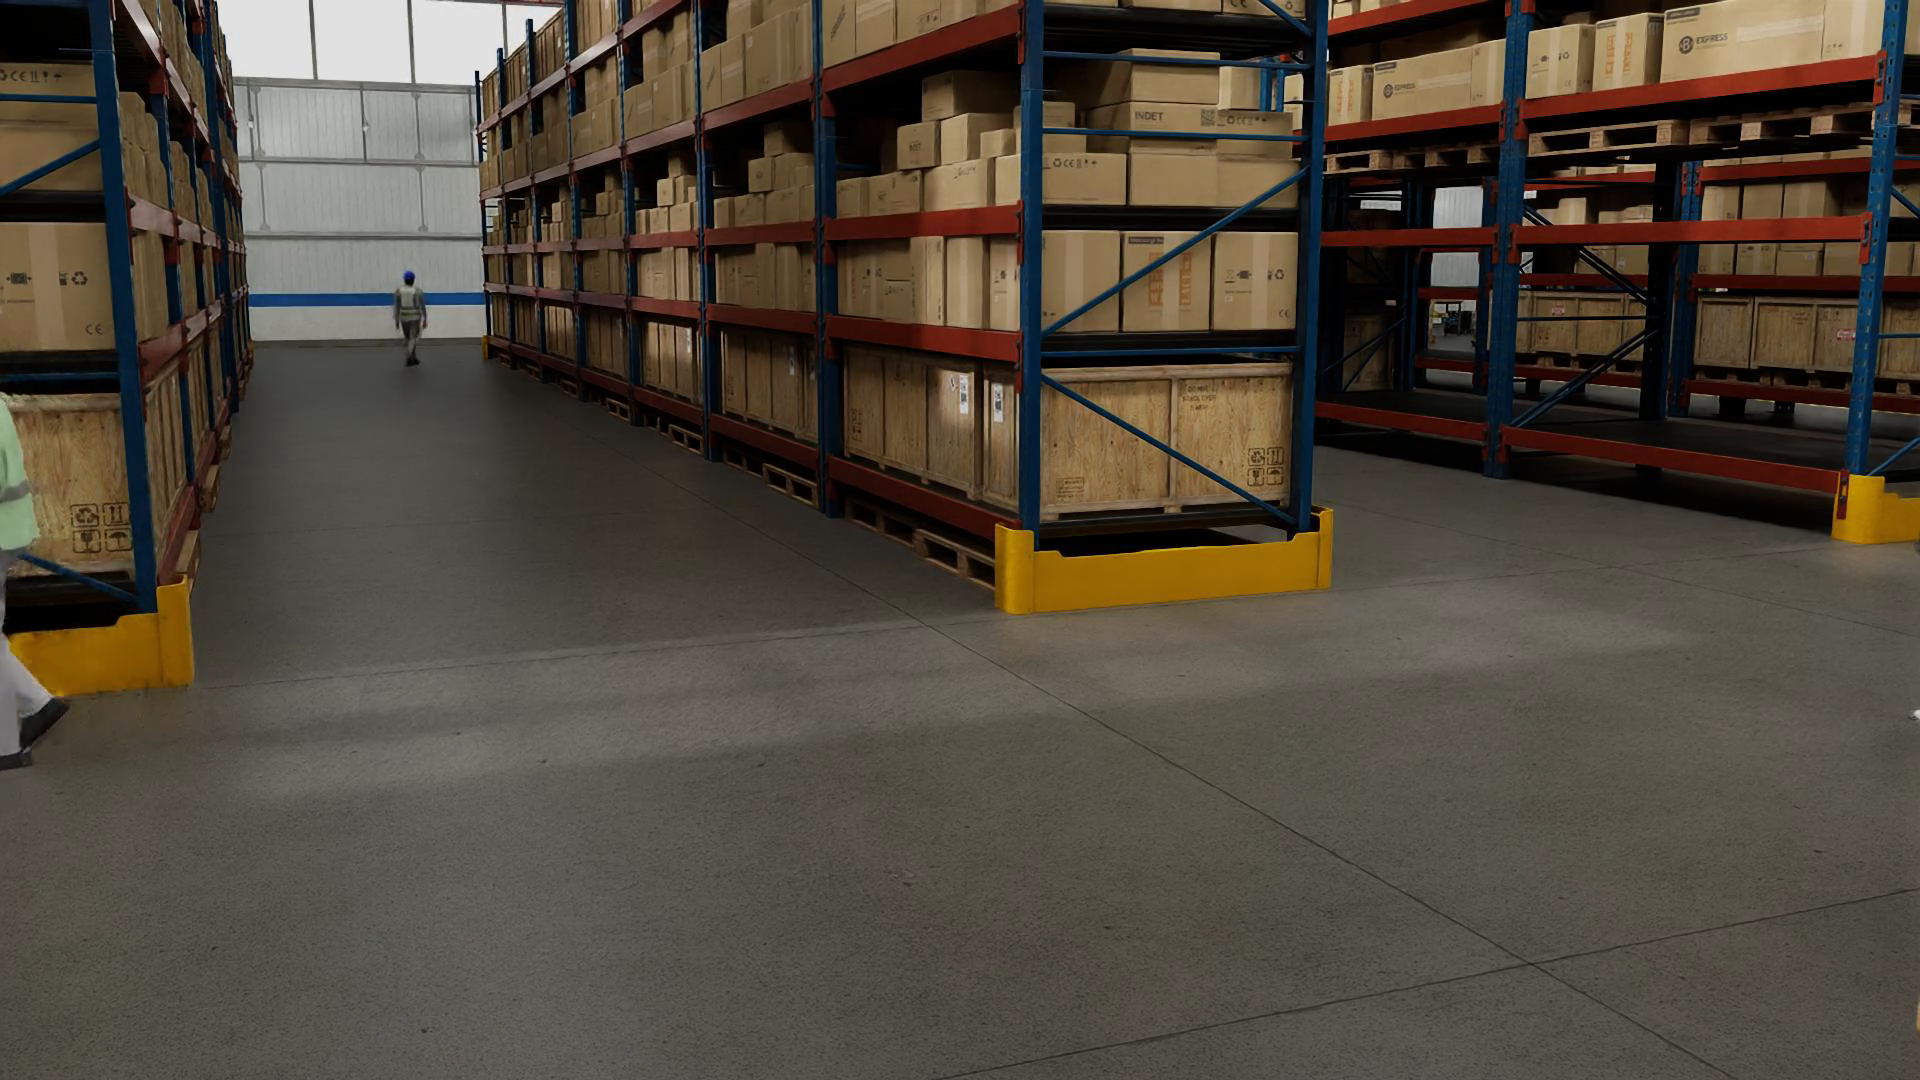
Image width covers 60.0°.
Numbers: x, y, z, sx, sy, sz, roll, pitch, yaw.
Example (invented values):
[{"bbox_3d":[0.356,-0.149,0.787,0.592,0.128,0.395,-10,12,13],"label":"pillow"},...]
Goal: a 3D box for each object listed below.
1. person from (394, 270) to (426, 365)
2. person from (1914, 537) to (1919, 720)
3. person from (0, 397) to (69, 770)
[{"bbox_3d":[-11.041,-4.451,33.392,0.624,1.923,0.815,0,9,1],"label":"person"},{"bbox_3d":[4.595,-0.091,7.365,0.651,1.898,0.397,-1,9,-4],"label":"person"},{"bbox_3d":[-3.970,0.045,6.715,0.444,1.831,0.602,-3,10,-19],"label":"person"}]
